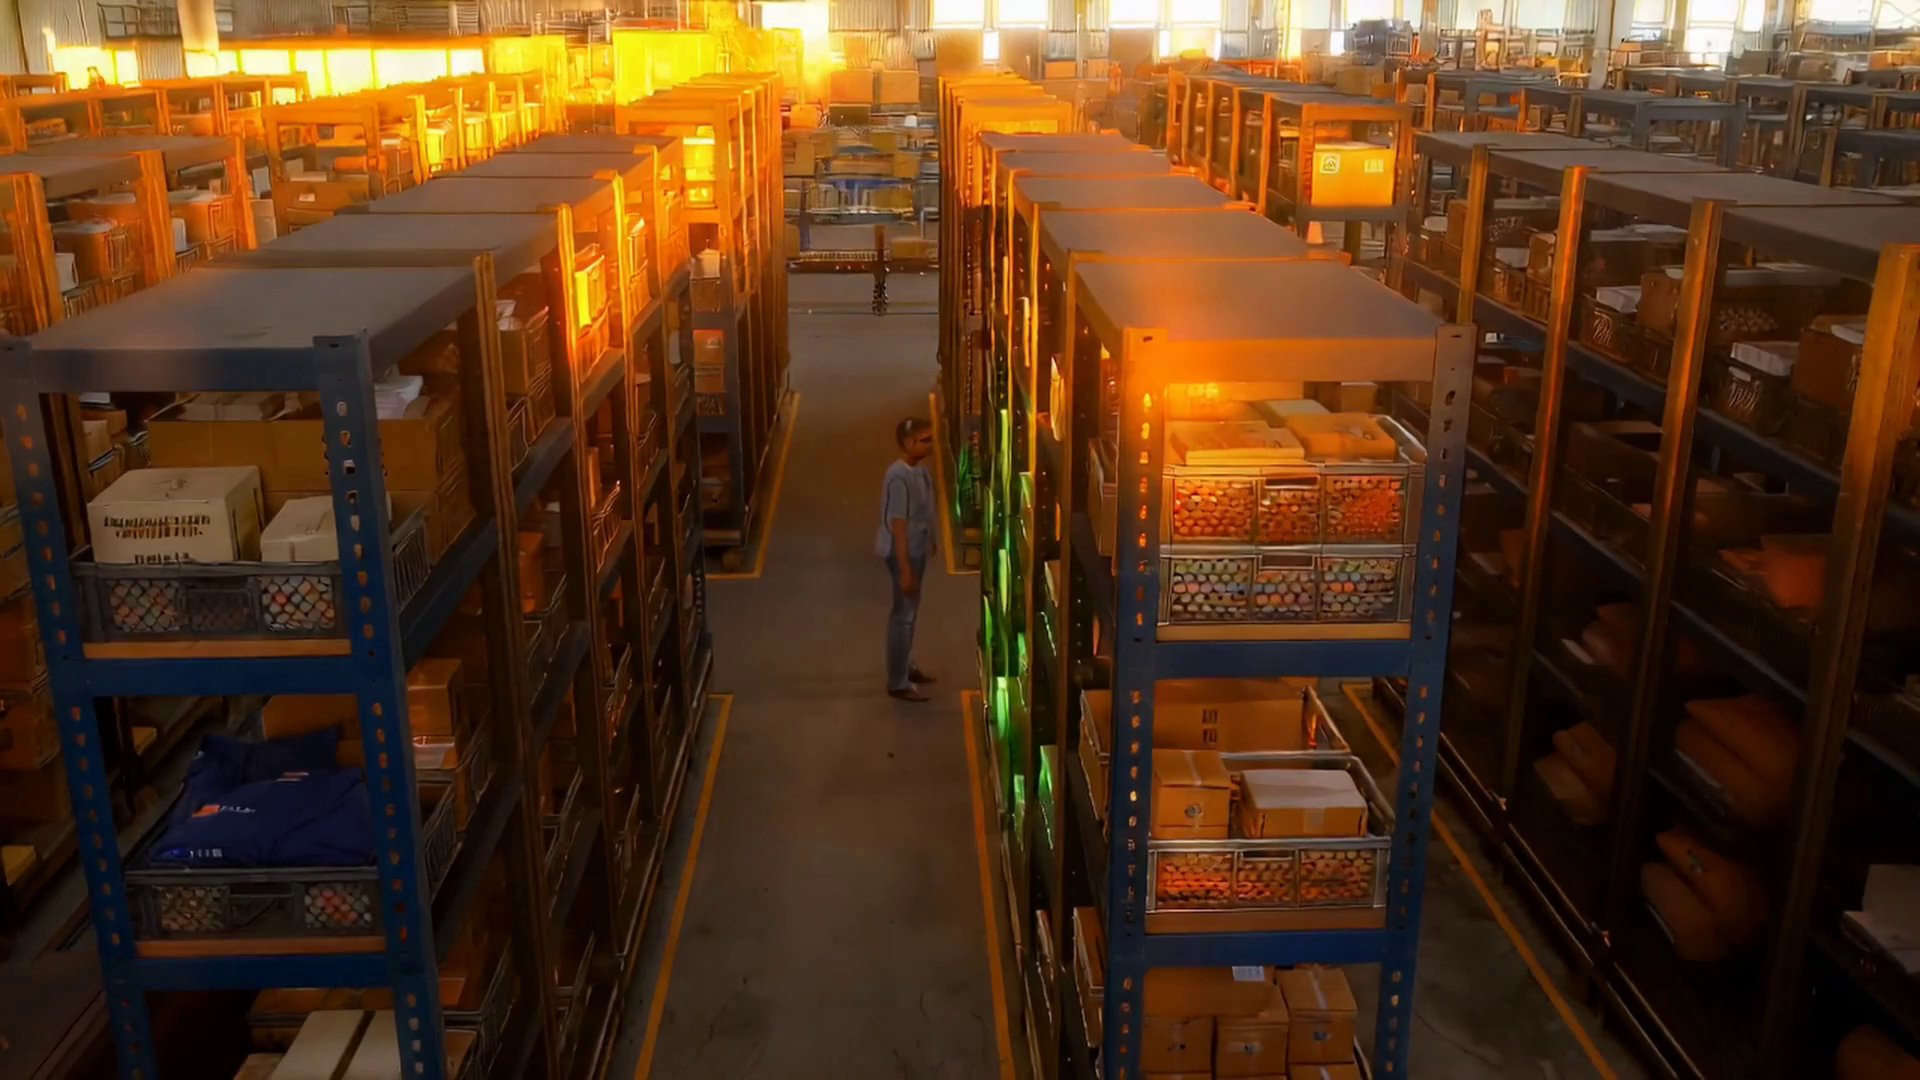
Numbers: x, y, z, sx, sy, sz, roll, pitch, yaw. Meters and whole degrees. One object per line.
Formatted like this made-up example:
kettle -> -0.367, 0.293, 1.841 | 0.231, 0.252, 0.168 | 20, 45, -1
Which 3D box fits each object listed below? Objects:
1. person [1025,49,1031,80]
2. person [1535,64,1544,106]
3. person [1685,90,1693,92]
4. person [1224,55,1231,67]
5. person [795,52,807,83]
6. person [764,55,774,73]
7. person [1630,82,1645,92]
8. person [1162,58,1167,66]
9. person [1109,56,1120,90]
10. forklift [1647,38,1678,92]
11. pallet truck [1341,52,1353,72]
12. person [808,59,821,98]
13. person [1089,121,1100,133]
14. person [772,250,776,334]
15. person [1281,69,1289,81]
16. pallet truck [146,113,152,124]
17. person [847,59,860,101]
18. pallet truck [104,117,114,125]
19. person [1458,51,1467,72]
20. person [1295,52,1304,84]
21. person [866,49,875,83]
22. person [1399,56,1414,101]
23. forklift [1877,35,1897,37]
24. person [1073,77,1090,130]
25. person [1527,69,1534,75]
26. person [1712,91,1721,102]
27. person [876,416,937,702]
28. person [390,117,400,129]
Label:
person -> 3.775, -26.012, 91.392 | 0.494, 1.857, 0.552 | 8, 20, 23
person -> 24.089, -18.864, 69.282 | 0.512, 1.859, 0.320 | -10, 21, -29
person -> 24.277, -14.304, 55.066 | 0.634, 1.924, 0.701 | 14, 22, 37
person -> 12.656, -22.075, 79.082 | 0.607, 1.930, 0.634 | -14, 23, -38
person -> -8.982, -26.358, 92.425 | 0.871, 1.890, 0.600 | -6, 19, -18
person -> -9.360, -22.882, 81.749 | 0.532, 1.830, 0.466 | -5, 19, -16
person -> 21.387, -13.528, 52.582 | 0.626, 1.985, 1.037 | -4, 18, -12
person -> 9.315, -21.096, 76.141 | 0.576, 1.884, 0.355 | 11, 21, 32
person -> 7.310, -21.905, 78.668 | 0.573, 1.877, 0.353 | -5, 19, -15
forklift -> 30.796, -20.577, 72.940 | 1.129, 2.768, 1.873 | -1, 18, -2
pallet truck -> 18.794, -23.123, 82.231 | 0.823, 1.965, 1.885 | -13, 22, -35
person -> -6.562, -20.632, 74.690 | 0.553, 1.906, 0.933 | -9, 20, -25
person -> 3.154, -9.153, 39.640 | 0.527, 1.595, 0.804 | 8, 19, 22
person -> -2.612, -3.541, 22.021 | 0.439, 1.749, 0.536 | 2, 18, 7
person -> 12.098, -16.607, 62.162 | 0.354, 1.939, 0.544 | 4, 18, 11
pallet truck -> -18.087, -8.309, 36.390 | 1.885, 1.965, 0.823 | -1, 18, -4
person -> -4.851, -20.929, 75.646 | 0.591, 1.878, 0.992 | -4, 18, -12
pallet truck -> -18.367, -7.885, 35.078 | 1.885, 1.965, 0.823 | 1, 18, 2
person -> 26.043, -24.467, 86.529 | 0.763, 1.913, 0.639 | -2, 18, -5
person -> 17.103, -23.588, 83.795 | 0.585, 1.923, 0.390 | -12, 22, -33
person -> -4.968, -26.523, 93.004 | 0.430, 1.844, 0.623 | 14, 23, 37
person -> 20.164, -20.846, 75.115 | 0.686, 2.000, 0.828 | 14, 23, 37
forklift -> 44.183, -22.805, 79.833 | 1.129, 2.768, 1.873 | -1, 18, -2
person -> 4.280, -15.421, 58.760 | 0.593, 1.777, 0.951 | 0, 18, -1
person -> 21.441, -16.760, 62.669 | 1.002, 1.912, 0.646 | 1, 18, 4
person -> 28.475, -16.637, 62.785 | 0.808, 1.606, 0.523 | -10, 21, -29
person -> -0.340, 0.102, 10.603 | 0.374, 1.843, 0.568 | 3, 18, 8
person -> -18.042, -13.542, 52.991 | 0.484, 1.744, 0.297 | 7, 19, 20
